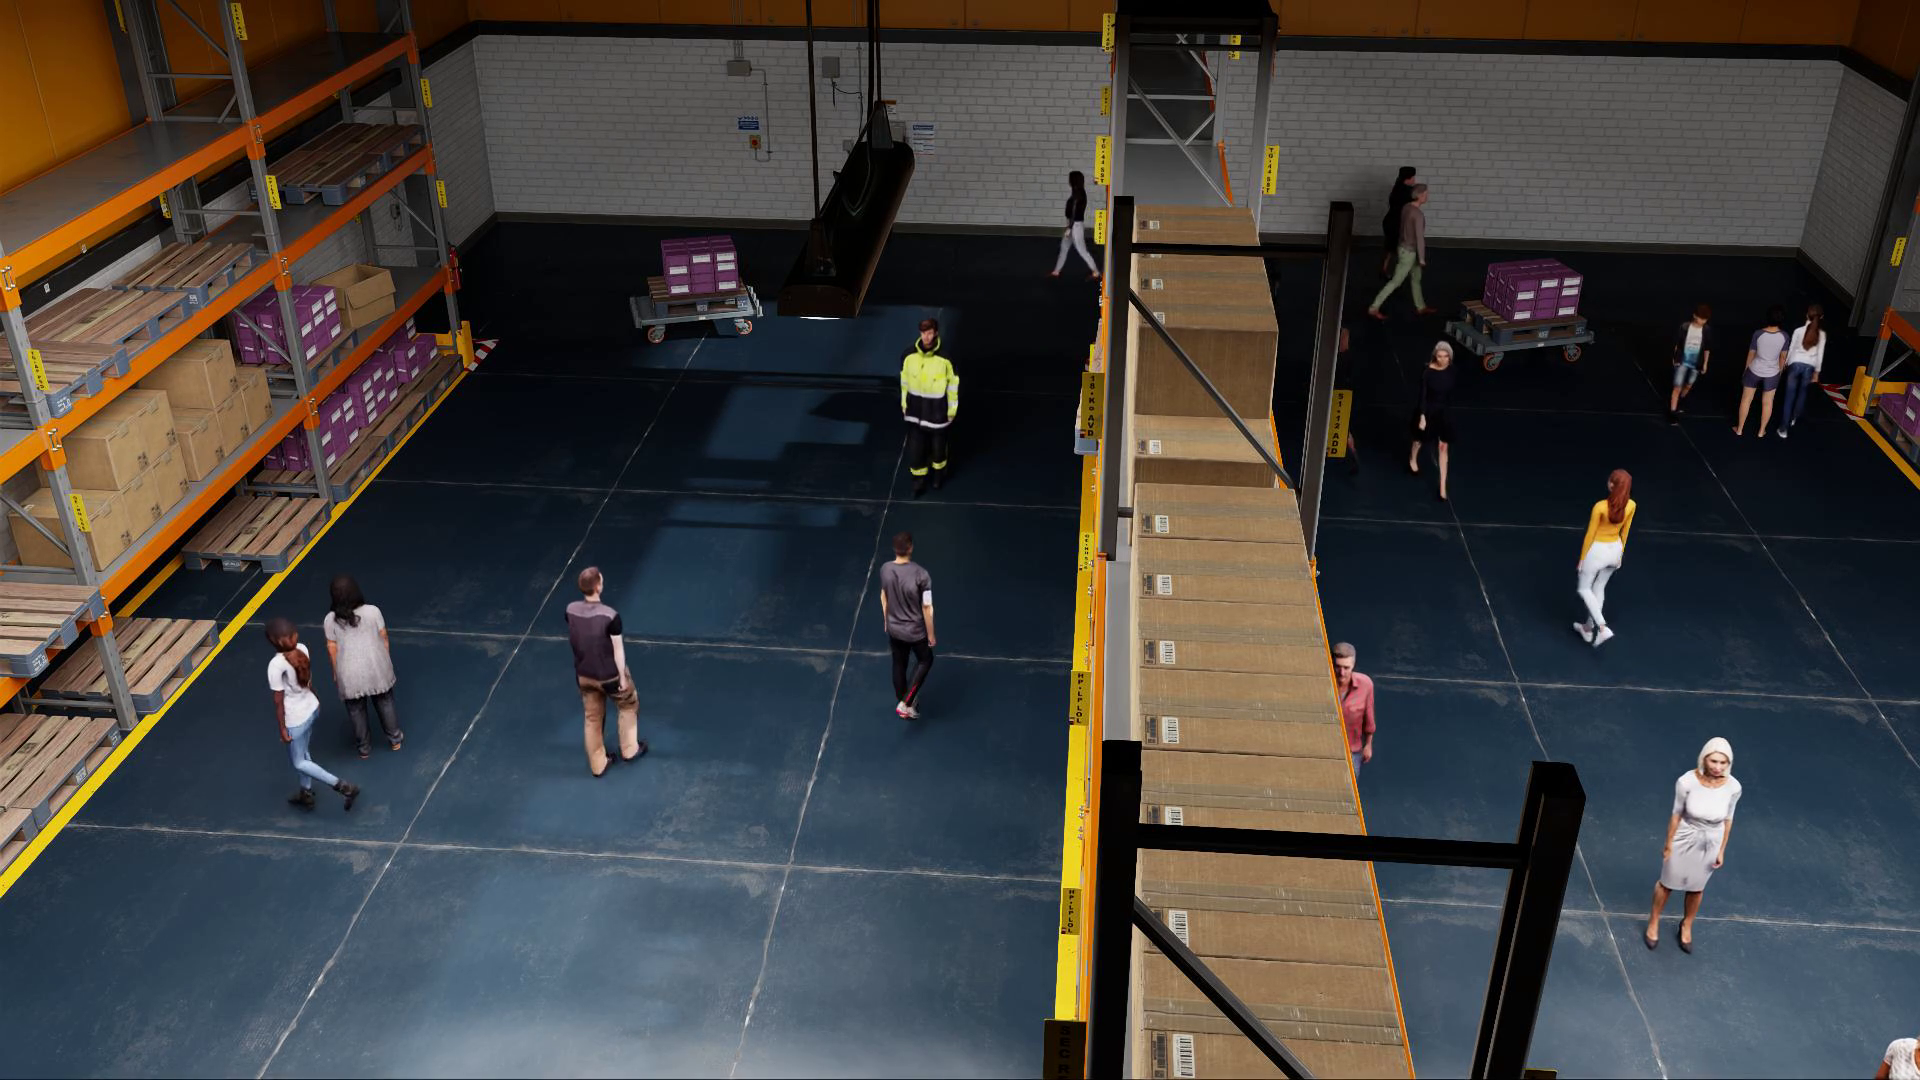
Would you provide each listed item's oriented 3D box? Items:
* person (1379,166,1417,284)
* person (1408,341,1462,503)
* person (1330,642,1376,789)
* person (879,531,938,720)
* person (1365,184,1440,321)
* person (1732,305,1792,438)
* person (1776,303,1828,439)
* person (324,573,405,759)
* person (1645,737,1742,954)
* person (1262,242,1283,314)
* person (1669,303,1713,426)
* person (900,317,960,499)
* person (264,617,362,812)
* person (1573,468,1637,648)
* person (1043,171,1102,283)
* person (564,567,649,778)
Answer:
[{"bbox_3d":[6.037,-4.396,23.257,0.799,1.662,0.640,-1,29,-3],"label":"person"},{"bbox_3d":[4.960,-1.307,17.573,0.845,1.681,1.226,-7,29,-13],"label":"person"},{"bbox_3d":[2.768,1.477,12.328,0.724,1.818,0.770,3,29,6],"label":"person"},{"bbox_3d":[-0.473,0.769,13.692,0.790,1.754,0.840,14,31,24],"label":"person"},{"bbox_3d":[5.812,-3.751,21.889,0.916,1.838,1.269,-3,29,-5],"label":"person"},{"bbox_3d":[9.095,-1.921,18.820,0.613,1.565,0.597,10,30,17],"label":"person"},{"bbox_3d":[9.511,-1.886,18.794,0.604,1.529,0.903,6,29,11],"label":"person"},{"bbox_3d":[-4.827,1.009,13.404,0.759,1.608,0.805,-13,31,-22],"label":"person"},{"bbox_3d":[5.000,2.063,11.327,0.562,1.748,0.512,4,29,7],"label":"person"},{"bbox_3d":[3.794,-2.772,20.214,0.768,1.724,0.680,19,34,31],"label":"person"},{"bbox_3d":[8.454,-2.088,19.277,0.577,1.421,0.936,5,29,9],"label":"person"},{"bbox_3d":[-0.300,-1.453,17.554,0.817,1.957,0.872,4,29,7],"label":"person"},{"bbox_3d":[-4.960,1.361,12.659,0.727,1.703,0.887,6,29,10],"label":"person"},{"bbox_3d":[5.743,0.203,14.744,0.737,1.739,0.956,-6,29,-10],"label":"person"},{"bbox_3d":[1.670,-4.329,23.227,0.668,1.573,0.986,3,29,6],"label":"person"},{"bbox_3d":[-2.873,1.082,13.047,0.806,1.821,0.860,11,30,19],"label":"person"}]
